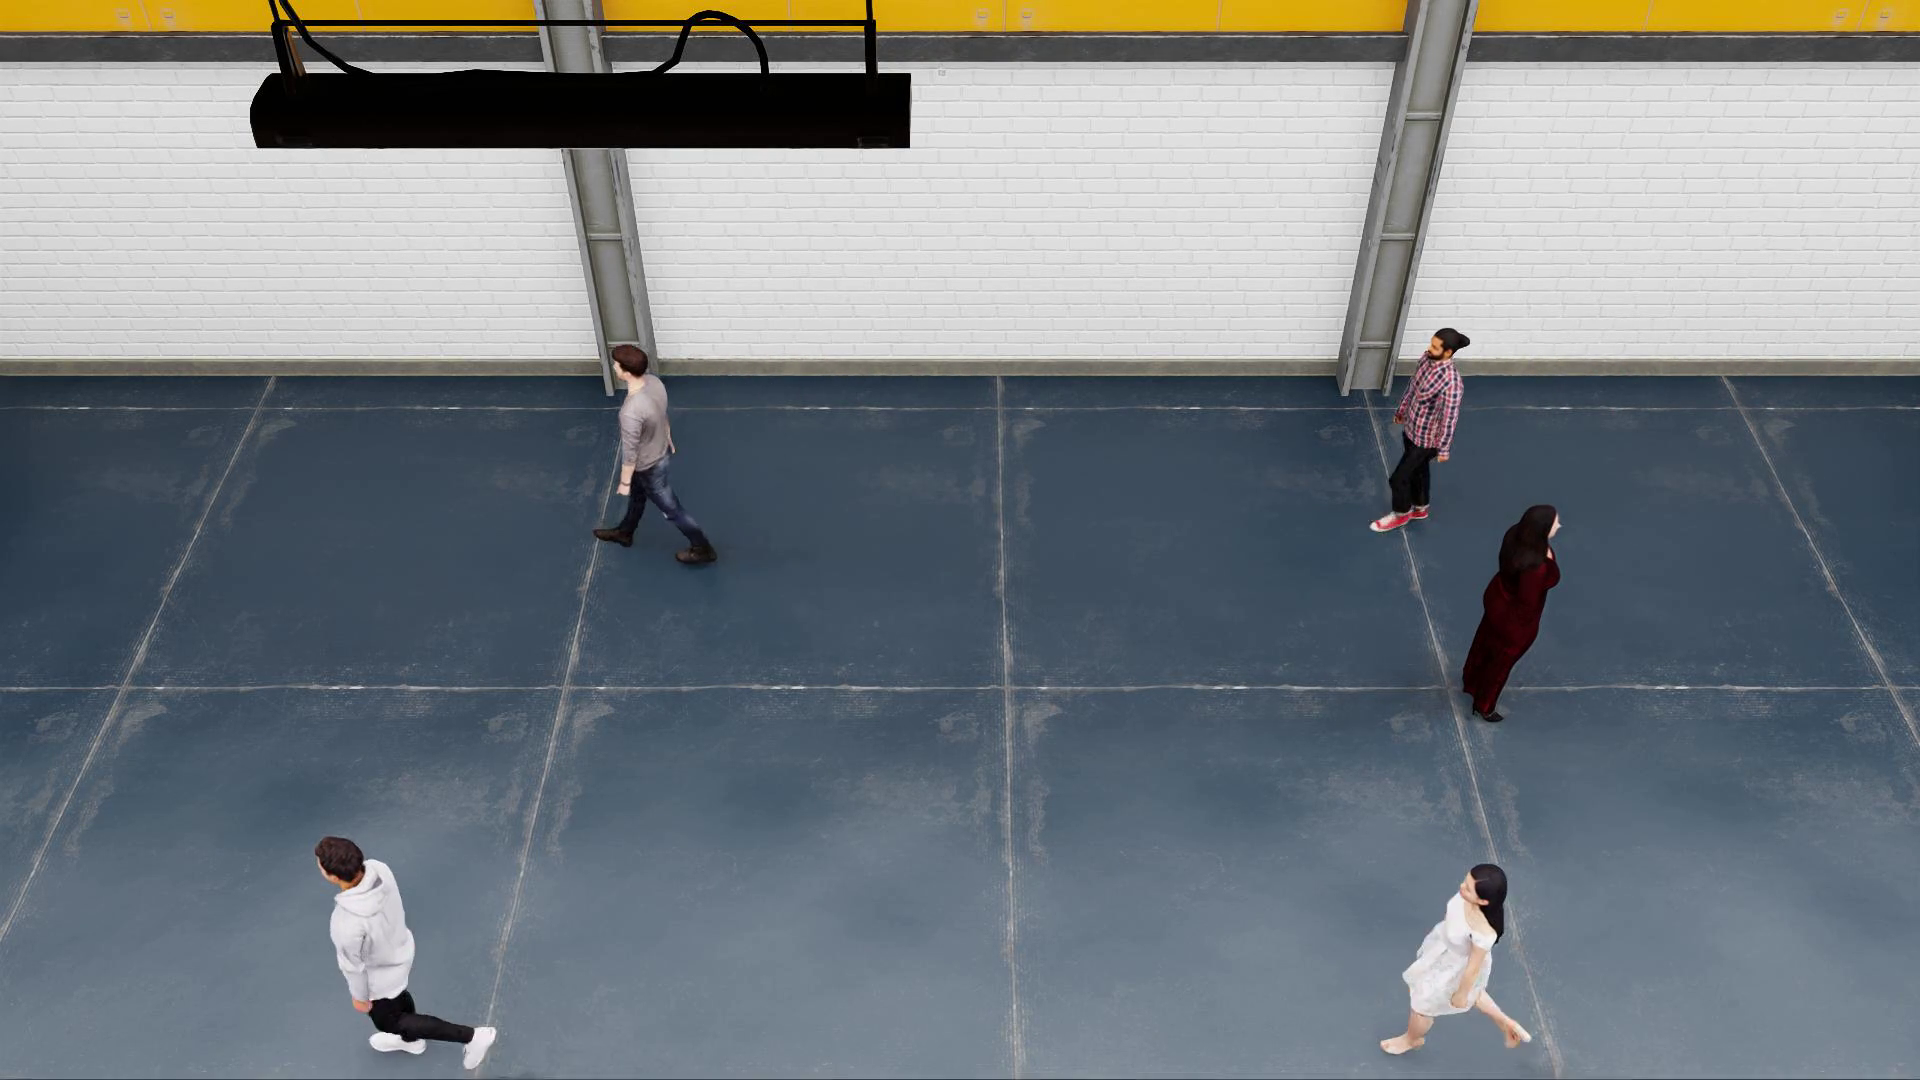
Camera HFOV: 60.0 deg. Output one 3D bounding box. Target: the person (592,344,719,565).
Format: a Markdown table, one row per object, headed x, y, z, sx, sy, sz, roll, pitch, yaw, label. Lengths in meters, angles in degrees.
| x | y | z | sx | sy | sz | roll | pitch | yaw | label |
| --- | --- | --- | --- | --- | --- | --- | --- | --- | --- |
| -2.063 | -0.518 | 11.535 | 1.220 | 1.854 | 0.822 | 5 | 44 | 6 | person |

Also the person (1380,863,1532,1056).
| x | y | z | sx | sy | sz | roll | pitch | yaw | label |
| --- | --- | --- | --- | --- | --- | --- | --- | --- | --- |
| 2.682 | 2.242 | 8.711 | 1.035 | 1.754 | 0.758 | 8 | 44 | 8 | person |

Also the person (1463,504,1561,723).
| x | y | z | sx | sy | sz | roll | pitch | yaw | label |
| --- | --- | --- | --- | --- | --- | --- | --- | --- | --- |
| 3.500 | 0.441 | 10.599 | 0.584 | 1.757 | 0.650 | 0 | 44 | 0 | person |

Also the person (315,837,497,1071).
| x | y | z | sx | sy | sz | roll | pitch | yaw | label |
| --- | --- | --- | --- | --- | --- | --- | --- | --- | --- |
| -2.907 | 2.200 | 8.646 | 0.975 | 1.905 | 0.659 | 1 | 44 | 1 | person |

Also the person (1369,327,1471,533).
| x | y | z | sx | sy | sz | roll | pitch | yaw | label |
| --- | --- | --- | --- | --- | --- | --- | --- | --- | --- |
| 3.395 | -0.789 | 11.897 | 0.729 | 1.748 | 0.729 | -4 | 44 | -4 | person |
